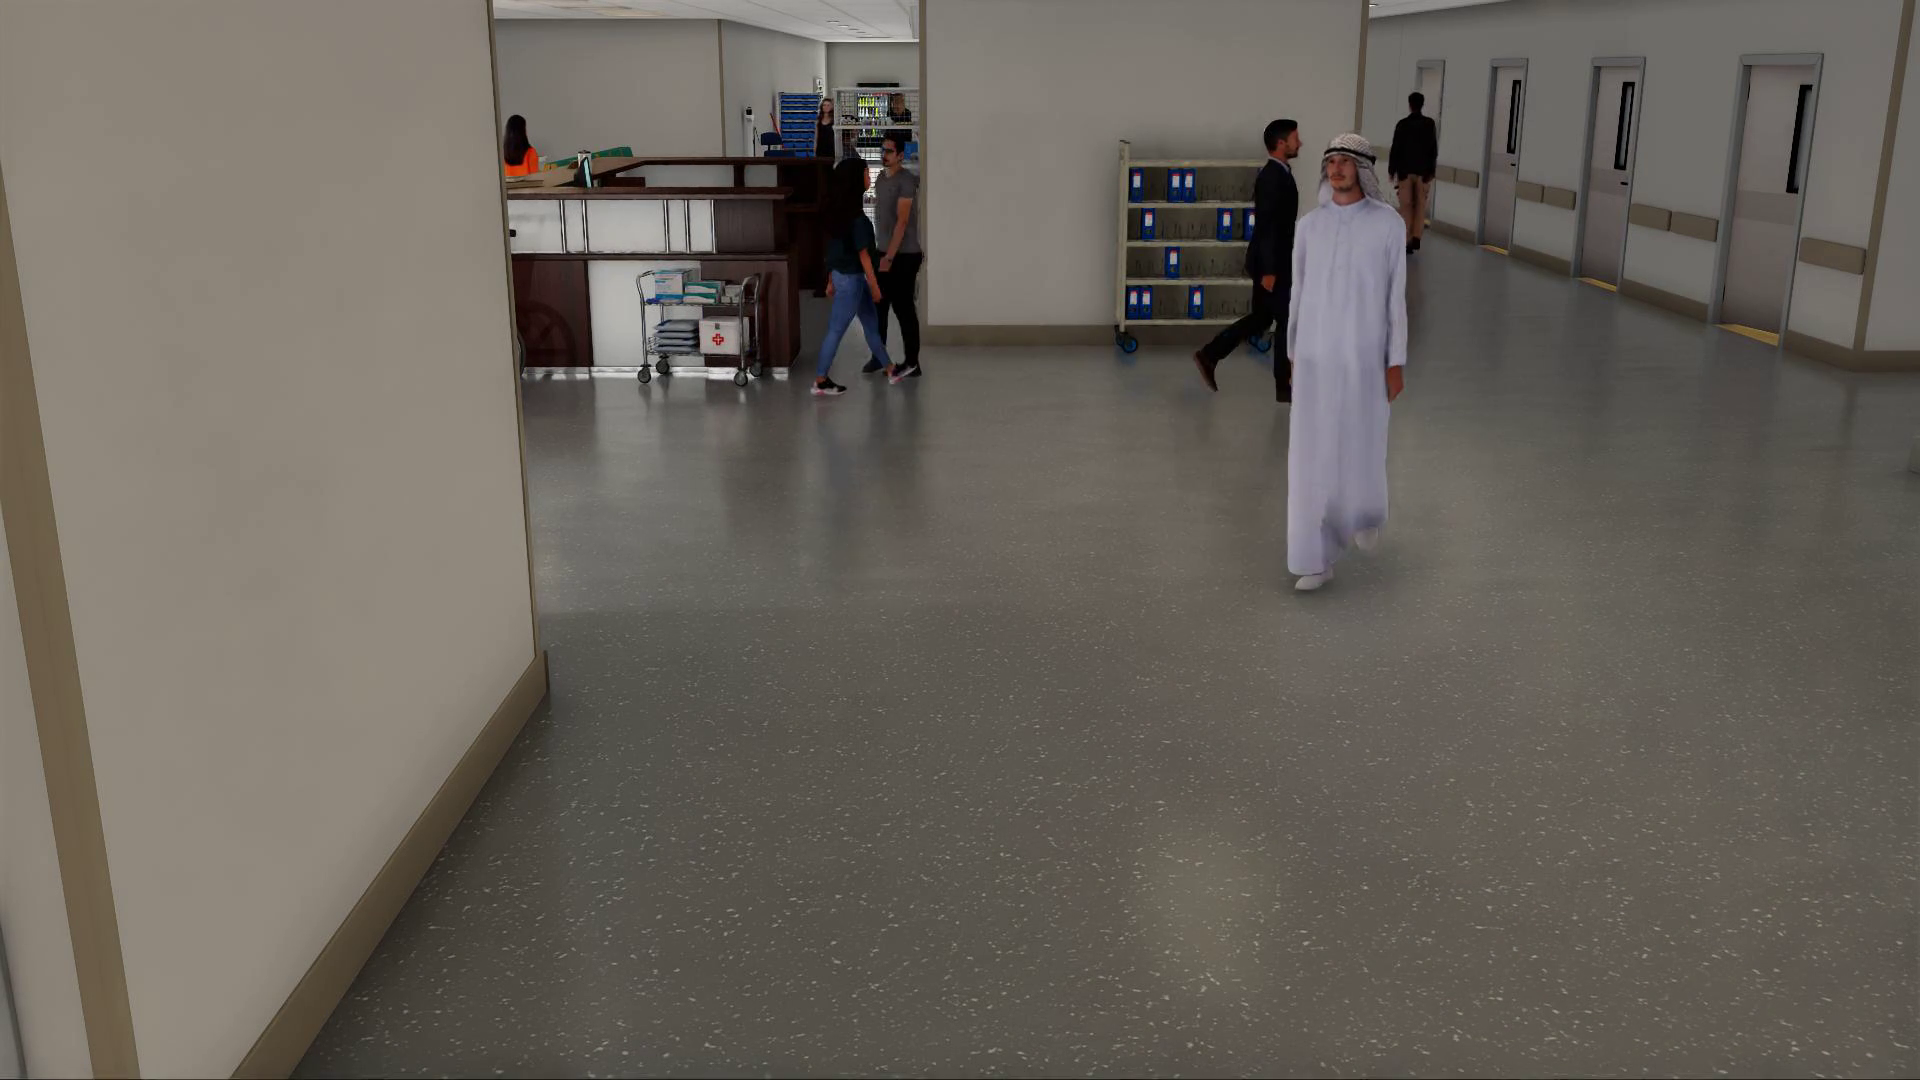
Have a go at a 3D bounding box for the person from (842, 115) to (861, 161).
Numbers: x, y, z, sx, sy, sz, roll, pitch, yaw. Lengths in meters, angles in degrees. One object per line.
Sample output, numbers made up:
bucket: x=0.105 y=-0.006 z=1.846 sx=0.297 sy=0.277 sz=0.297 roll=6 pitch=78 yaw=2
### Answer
person: x=-1.256 y=-3.799 z=18.292 sx=0.593 sy=1.708 sz=0.619 roll=4 pitch=16 yaw=14

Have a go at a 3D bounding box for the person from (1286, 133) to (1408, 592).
person: x=1.679 y=-0.760 z=7.143 sx=1.022 sy=1.909 sz=1.000 roll=8 pitch=18 yaw=26

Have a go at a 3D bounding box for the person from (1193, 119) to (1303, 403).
person: x=1.981 y=-1.820 z=11.026 sx=1.138 sy=1.842 sz=0.761 roll=3 pitch=16 yaw=10

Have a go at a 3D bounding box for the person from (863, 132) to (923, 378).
person: x=-0.417 y=-2.064 z=12.085 sx=0.835 sy=1.738 sz=0.793 roll=-9 pitch=18 yaw=-30

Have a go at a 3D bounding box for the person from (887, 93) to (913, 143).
person: x=-1.097 y=-7.186 z=30.137 sx=0.475 sy=1.801 sz=0.678 roll=1 pitch=16 yaw=5

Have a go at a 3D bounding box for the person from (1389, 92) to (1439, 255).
person: x=5.499 y=-4.419 z=20.104 sx=0.550 sy=1.918 sz=0.766 roll=0 pitch=16 yaw=0

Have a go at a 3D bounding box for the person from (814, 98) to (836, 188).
person: x=-2.173 y=-6.376 z=27.379 sx=0.599 sy=1.737 sz=0.709 roll=1 pitch=16 yaw=5

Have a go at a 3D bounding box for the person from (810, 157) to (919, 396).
person: x=-0.824 y=-1.739 z=11.213 sx=1.107 sy=1.585 sz=0.850 roll=-6 pitch=17 yaw=-21

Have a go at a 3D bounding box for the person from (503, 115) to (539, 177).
person: x=-4.412 y=-3.389 z=16.764 sx=0.594 sy=1.749 sz=0.742 roll=5 pitch=16 yaw=17
